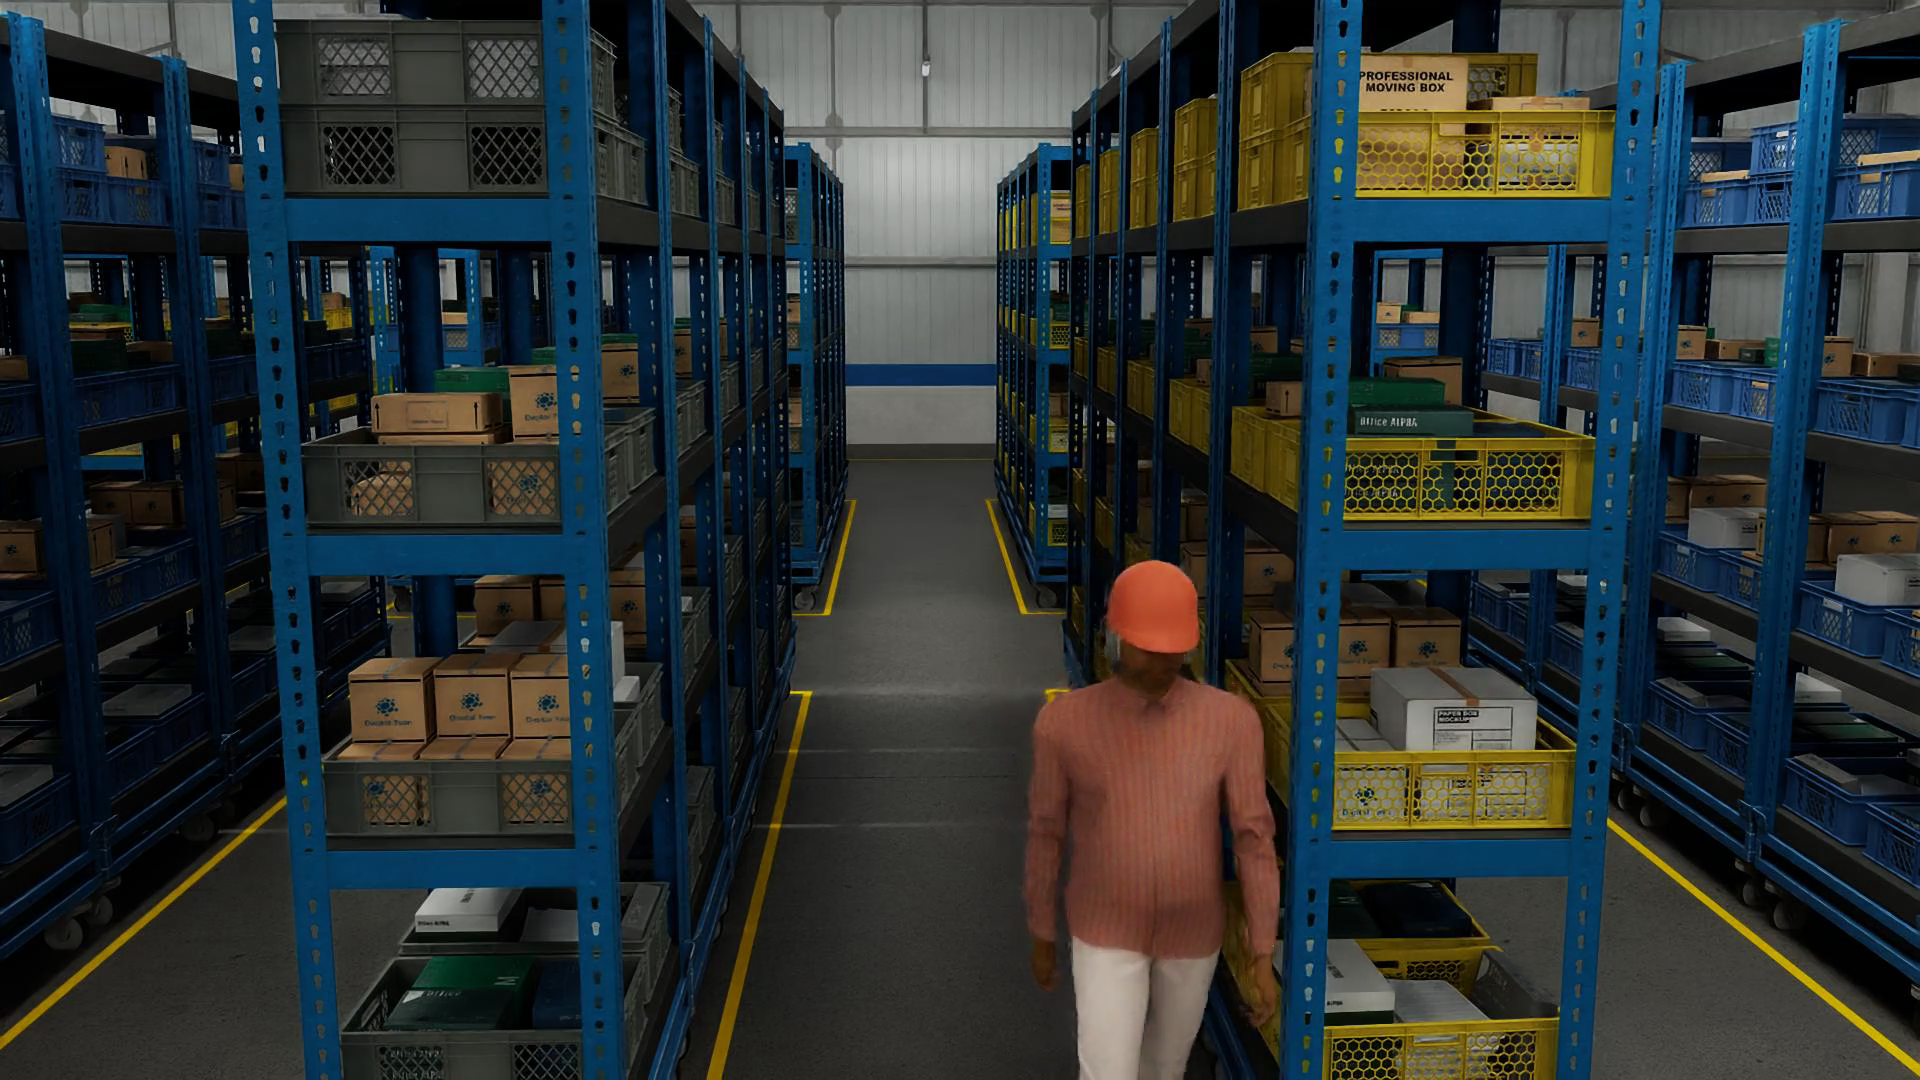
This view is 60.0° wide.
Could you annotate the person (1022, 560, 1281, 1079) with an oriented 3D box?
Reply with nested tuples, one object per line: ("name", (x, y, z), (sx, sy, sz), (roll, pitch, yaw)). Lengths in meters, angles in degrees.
("person", (0.491, 1.030, 4.186), (0.605, 1.950, 0.900), (-1, 9, -6))
